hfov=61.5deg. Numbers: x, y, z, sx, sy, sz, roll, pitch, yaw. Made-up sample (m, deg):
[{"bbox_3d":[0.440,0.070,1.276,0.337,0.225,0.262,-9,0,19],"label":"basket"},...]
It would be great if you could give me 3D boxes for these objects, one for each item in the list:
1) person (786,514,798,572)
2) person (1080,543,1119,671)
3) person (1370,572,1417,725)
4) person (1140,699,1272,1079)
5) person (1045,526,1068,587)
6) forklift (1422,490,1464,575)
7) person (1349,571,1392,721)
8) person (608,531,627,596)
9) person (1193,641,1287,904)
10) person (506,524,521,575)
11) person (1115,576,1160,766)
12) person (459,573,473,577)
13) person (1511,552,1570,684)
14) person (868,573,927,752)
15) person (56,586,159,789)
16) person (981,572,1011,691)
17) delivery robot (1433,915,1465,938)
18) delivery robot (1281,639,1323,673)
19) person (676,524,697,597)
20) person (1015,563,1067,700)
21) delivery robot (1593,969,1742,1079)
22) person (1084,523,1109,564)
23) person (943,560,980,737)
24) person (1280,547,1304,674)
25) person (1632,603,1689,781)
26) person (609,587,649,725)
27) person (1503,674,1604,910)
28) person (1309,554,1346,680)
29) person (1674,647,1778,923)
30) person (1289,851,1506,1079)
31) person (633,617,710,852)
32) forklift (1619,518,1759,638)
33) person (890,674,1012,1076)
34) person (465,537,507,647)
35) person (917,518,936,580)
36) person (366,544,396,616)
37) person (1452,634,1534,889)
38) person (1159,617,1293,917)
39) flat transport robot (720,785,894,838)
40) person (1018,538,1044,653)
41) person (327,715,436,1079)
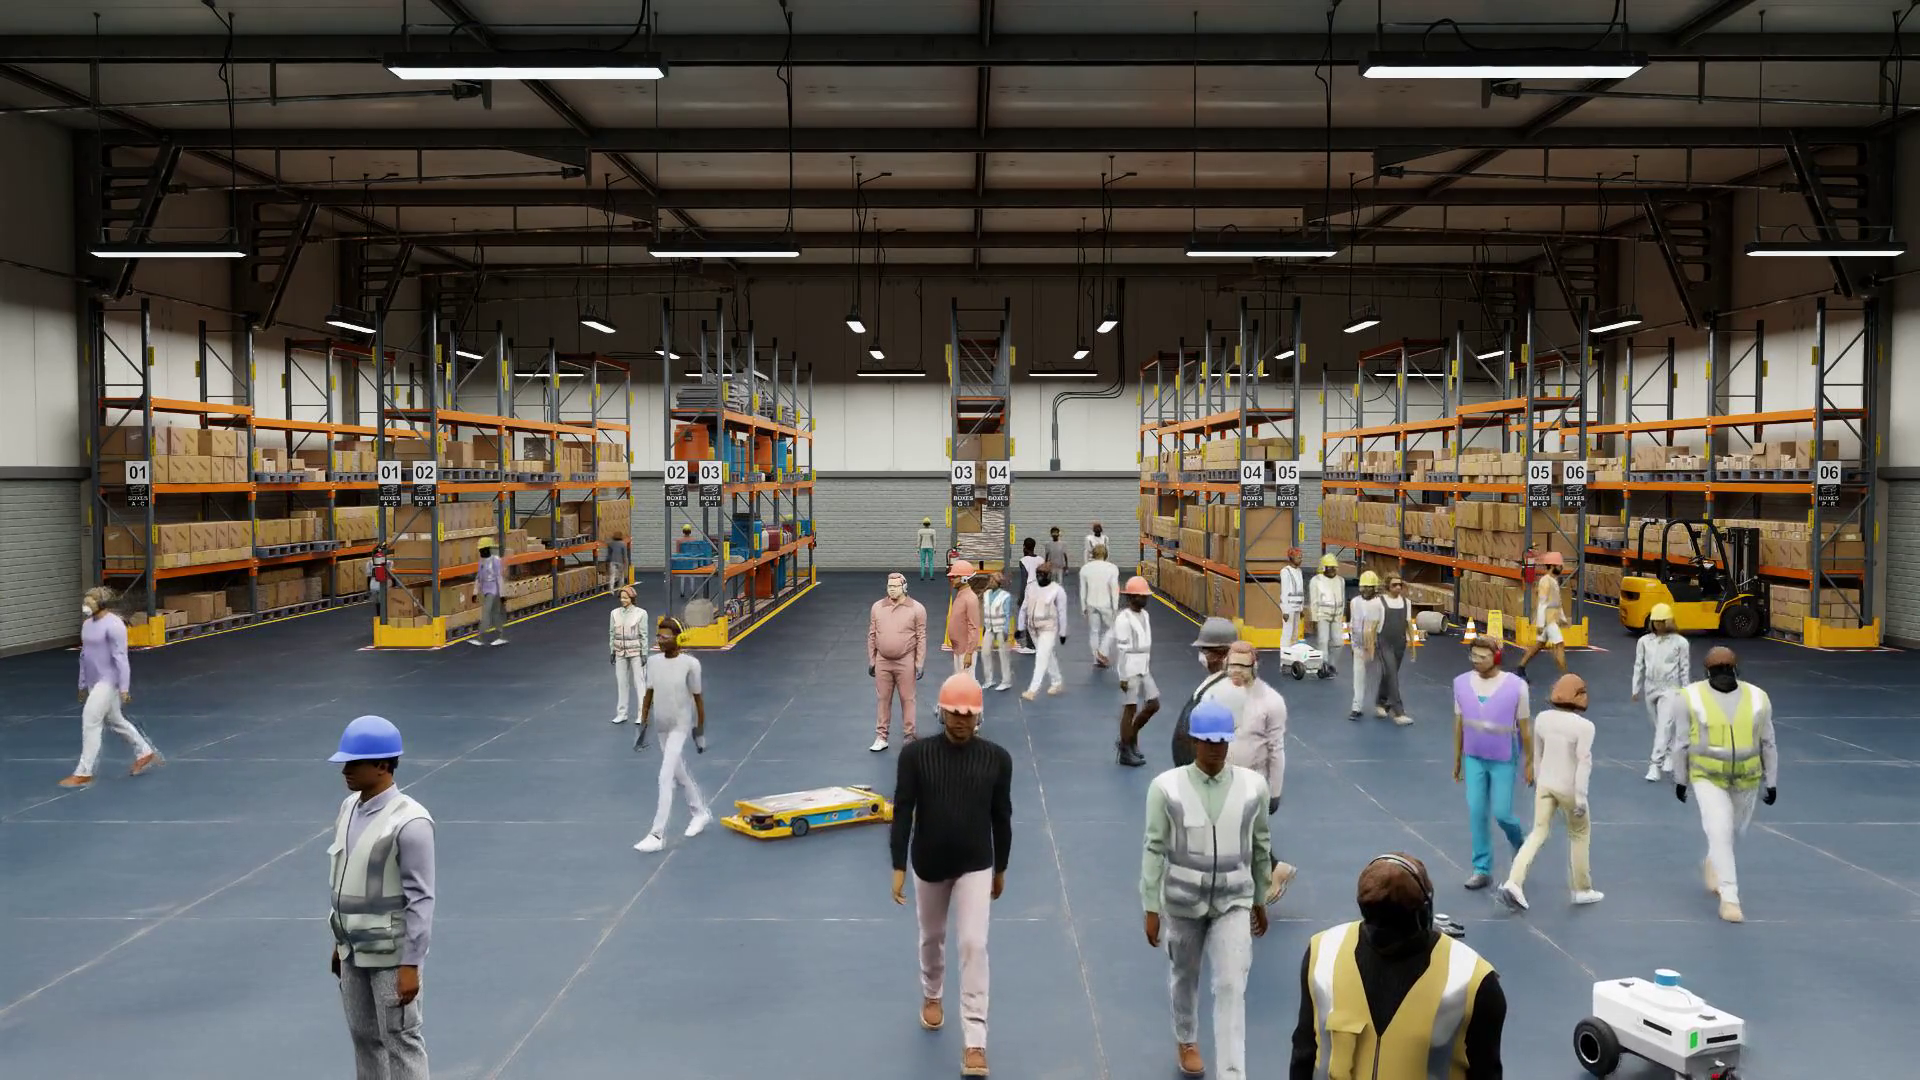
[{"bbox_3d":[-4.808,0.215,44.839,0.681,1.897,0.623,0,2,-7],"label":"person"},{"bbox_3d":[2.123,1.008,24.380,0.652,1.928,0.434,1,3,28],"label":"person"},{"bbox_3d":[5.178,1.273,19.381,0.523,1.804,0.951,-1,2,-16],"label":"person"},{"bbox_3d":[1.163,1.691,7.622,0.632,1.896,1.026,0,2,0],"label":"person"},{"bbox_3d":[2.123,0.606,35.545,0.526,1.846,0.749,0,2,2],"label":"person"},{"bbox_3d":[13.926,-0.371,47.846,1.873,2.768,1.129,0,2,0],"label":"forklift"},{"bbox_3d":[5.023,1.266,19.610,0.603,1.798,0.875,2,3,39],"label":"person"},{"bbox_3d":[-8.429,0.562,39.677,0.498,1.599,0.824,0,2,-1],"label":"person"},{"bbox_3d":[1.842,1.582,10.694,0.654,1.871,0.903,1,3,31],"label":"person"},{"bbox_3d":[-10.502,0.522,37.785,0.523,1.852,0.744,0,2,3],"label":"person"},{"bbox_3d":[1.787,1.325,16.392,0.427,1.925,0.566,2,3,36],"label":"person"},{"bbox_3d":[-11.810,0.510,38.432,0.602,1.814,0.536,0,2,1],"label":"person"},{"bbox_3d":[8.196,1.103,22.595,0.992,1.900,0.564,1,3,27],"label":"person"},{"bbox_3d":[-0.685,1.304,17.214,0.639,1.910,0.407,1,2,14],"label":"person"},{"bbox_3d":[-8.196,1.380,15.570,0.642,1.902,0.994,2,3,38],"label":"person"},{"bbox_3d":[0.478,1.248,21.982,0.562,1.620,0.548,2,3,45],"label":"person"},{"bbox_3d":[2.683,2.125,9.451,0.335,0.223,0.698,-1,2,-15],"label":"delivery robot"},{"bbox_3d":[4.986,1.693,23.561,0.477,0.478,0.707,-1,2,-20],"label":"delivery robot"},{"bbox_3d":[-6.640,0.497,39.303,0.533,1.765,0.329,0,2,-5],"label":"person"},{"bbox_3d":[1.123,1.201,21.450,0.628,1.798,1.003,2,3,43],"label":"person"},{"bbox_3d":[3.401,2.320,7.779,0.477,0.478,0.707,-1,2,-20],"label":"delivery robot"},{"bbox_3d":[3.227,0.509,38.149,0.595,1.842,0.990,0,2,-1],"label":"person"},{"bbox_3d":[0.037,1.224,18.131,0.379,1.996,0.610,-1,2,-15],"label":"person"},{"bbox_3d":[4.963,1.041,24.120,0.337,1.883,0.584,2,3,34],"label":"person"},{"bbox_3d":[6.894,1.459,15.847,0.498,1.702,0.889,2,3,44],"label":"person"},{"bbox_3d":[-3.918,1.365,19.147,0.513,1.631,0.318,1,2,19],"label":"person"},{"bbox_3d":[4.049,1.703,10.982,0.832,1.594,0.499,-1,3,-31],"label":"person"},{"bbox_3d":[5.326,1.104,23.317,0.604,1.815,0.431,-1,2,-16],"label":"person"},{"bbox_3d":[5.212,1.608,11.043,0.642,1.798,0.928,0,2,9],"label":"person"},{"bbox_3d":[1.273,1.834,4.782,0.619,1.837,0.430,1,3,28],"label":"person"},{"bbox_3d":[-2.296,1.521,12.965,0.511,1.832,0.987,1,3,30],"label":"person"},{"bbox_3d":[13.417,0.684,29.791,2.313,2.155,1.214,0,2,0],"label":"forklift"},{"bbox_3d":[-0.045,1.642,8.321,0.624,1.951,1.023,0,2,-2],"label":"person"},{"bbox_3d":[-8.177,0.898,27.733,0.593,1.876,0.953,2,3,44],"label":"person"},{"bbox_3d":[-0.935,0.252,45.471,0.535,1.766,0.317,0,2,1],"label":"person"},{"bbox_3d":[-10.874,0.900,30.305,0.538,1.669,0.769,0,2,-2],"label":"person"},{"bbox_3d":[3.844,1.571,11.577,0.611,1.819,0.556,2,3,44],"label":"person"},{"bbox_3d":[1.777,1.515,10.785,0.839,2.000,0.693,0,2,9],"label":"person"},{"bbox_3d":[-1.234,2.274,13.607,1.431,0.197,0.652,-2,3,-37],"label":"flat transport robot"},{"bbox_3d":[1.192,0.917,26.823,0.372,1.916,0.597,2,3,39],"label":"person"},{"bbox_3d":[-2.428,1.699,6.738,0.604,1.949,0.389,2,3,38],"label":"person"}]
